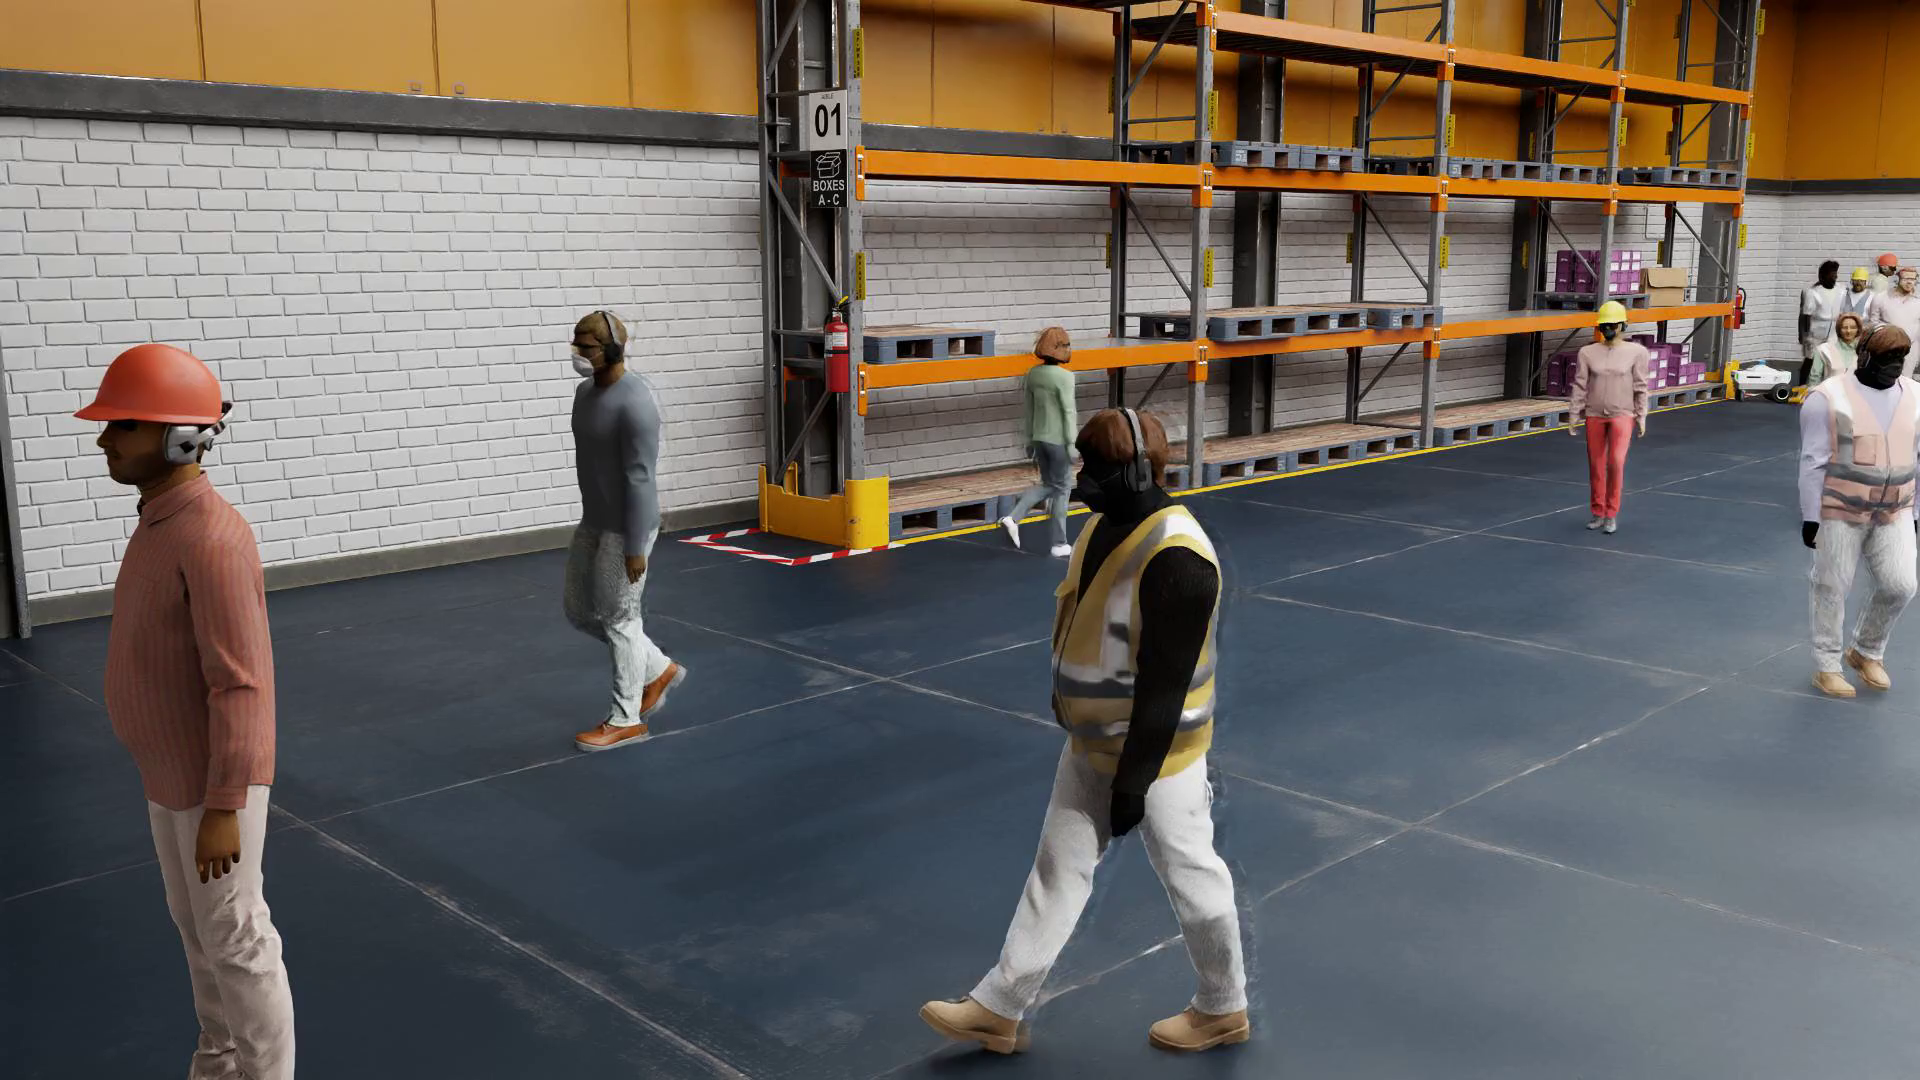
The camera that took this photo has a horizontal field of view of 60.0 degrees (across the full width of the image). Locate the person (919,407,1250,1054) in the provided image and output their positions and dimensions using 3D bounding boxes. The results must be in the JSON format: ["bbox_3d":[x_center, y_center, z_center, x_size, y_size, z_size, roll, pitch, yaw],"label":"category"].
[{"bbox_3d":[0.391,0.546,4.436,0.945,1.789,0.654,-3,11,-18],"label":"person"}]

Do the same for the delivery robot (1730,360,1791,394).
[{"bbox_3d":[10.781,-2.177,22.412,0.707,0.478,0.477,2,11,11],"label":"delivery robot"}]

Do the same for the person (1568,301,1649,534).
[{"bbox_3d":[4.859,-0.915,12.532,0.543,1.745,0.599,7,13,35],"label":"person"}]

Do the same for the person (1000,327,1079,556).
[{"bbox_3d":[0.595,-0.668,11.545,0.523,1.619,0.504,-6,12,-30],"label":"person"}]

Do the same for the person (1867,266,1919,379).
[{"bbox_3d":[10.636,-2.147,18.854,0.685,1.887,0.465,3,11,17],"label":"person"}]

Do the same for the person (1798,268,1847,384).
[{"bbox_3d":[12.085,-2.937,23.344,0.602,1.824,1.063,7,12,32],"label":"person"}]

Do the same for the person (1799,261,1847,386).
[{"bbox_3d":[11.520,-2.751,22.129,0.664,1.894,1.042,-1,10,-4],"label":"person"}]

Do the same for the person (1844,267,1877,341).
[{"bbox_3d":[12.485,-2.908,23.232,0.598,1.807,0.702,8,13,37],"label":"person"}]

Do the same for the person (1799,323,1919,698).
[{"bbox_3d":[4.359,-0.129,8.047,0.647,1.826,0.447,0,10,2],"label":"person"}]

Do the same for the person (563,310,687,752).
[{"bbox_3d":[-1.482,-0.038,7.259,0.493,1.924,0.657,-7,13,-34],"label":"person"}]

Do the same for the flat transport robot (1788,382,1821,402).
[{"bbox_3d":[11.678,-1.971,22.322,0.652,0.197,1.431,9,14,40],"label":"flat transport robot"}]

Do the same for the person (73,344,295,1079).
[{"bbox_3d":[-1.802,0.540,3.917,0.374,1.997,0.613,-8,13,-39],"label":"person"}]

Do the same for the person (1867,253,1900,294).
[{"bbox_3d":[13.322,-3.160,24.140,0.443,1.979,0.650,6,12,32],"label":"person"}]

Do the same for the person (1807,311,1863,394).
[{"bbox_3d":[7.392,-1.113,13.973,0.520,1.621,0.616,4,11,21],"label":"person"}]
